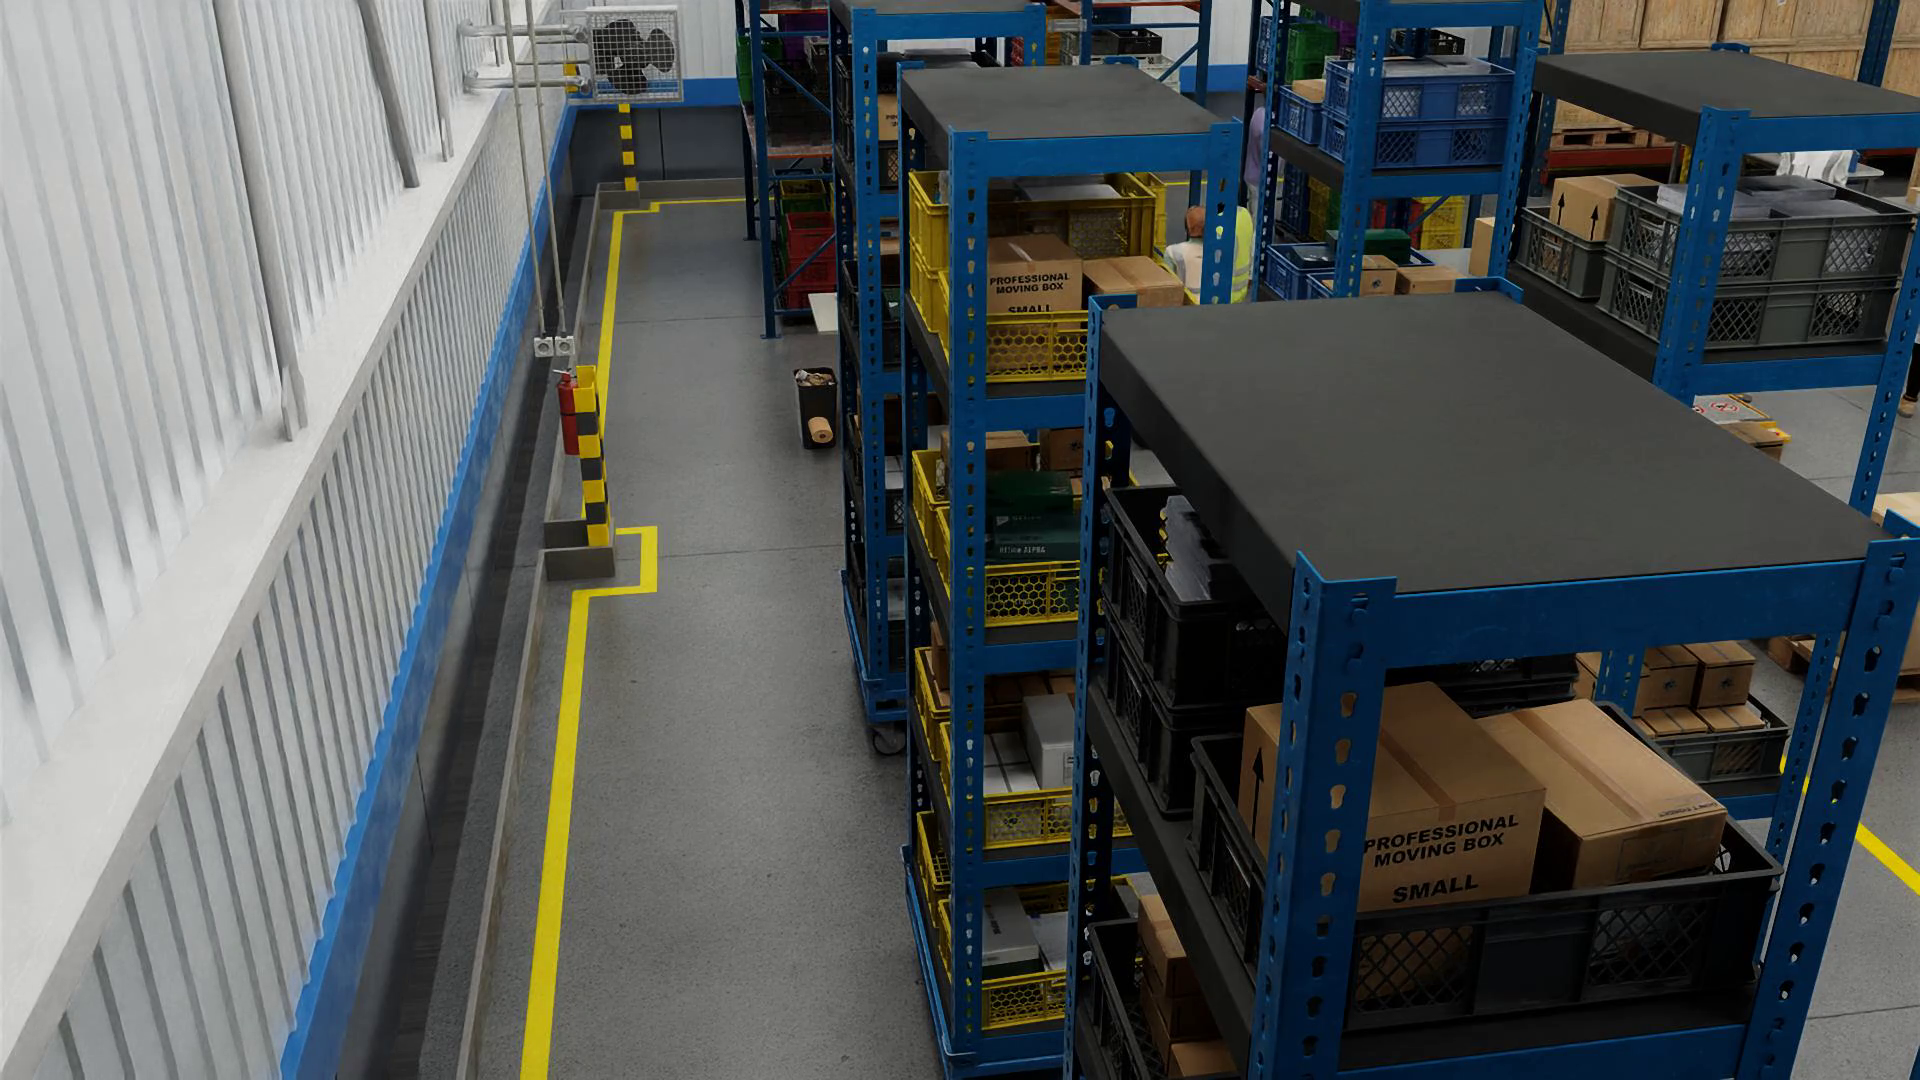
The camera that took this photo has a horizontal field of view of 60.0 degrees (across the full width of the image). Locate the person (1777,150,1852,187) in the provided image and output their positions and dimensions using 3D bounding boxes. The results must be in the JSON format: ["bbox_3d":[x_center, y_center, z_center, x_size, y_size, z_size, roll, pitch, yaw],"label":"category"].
[{"bbox_3d":[7.447,-2.914,14.684,0.573,1.884,0.359,20,31,37],"label":"person"}]

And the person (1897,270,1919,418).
[{"bbox_3d":[7.293,-1.725,12.325,0.530,1.692,0.322,2,25,5],"label":"person"}]

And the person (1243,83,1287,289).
[{"bbox_3d":[2.824,-3.314,15.497,0.369,1.932,0.633,1,25,2],"label":"person"}]

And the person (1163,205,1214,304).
[{"bbox_3d":[1.703,-1.632,12.198,0.525,1.631,0.320,-4,25,-9],"label":"person"}]
